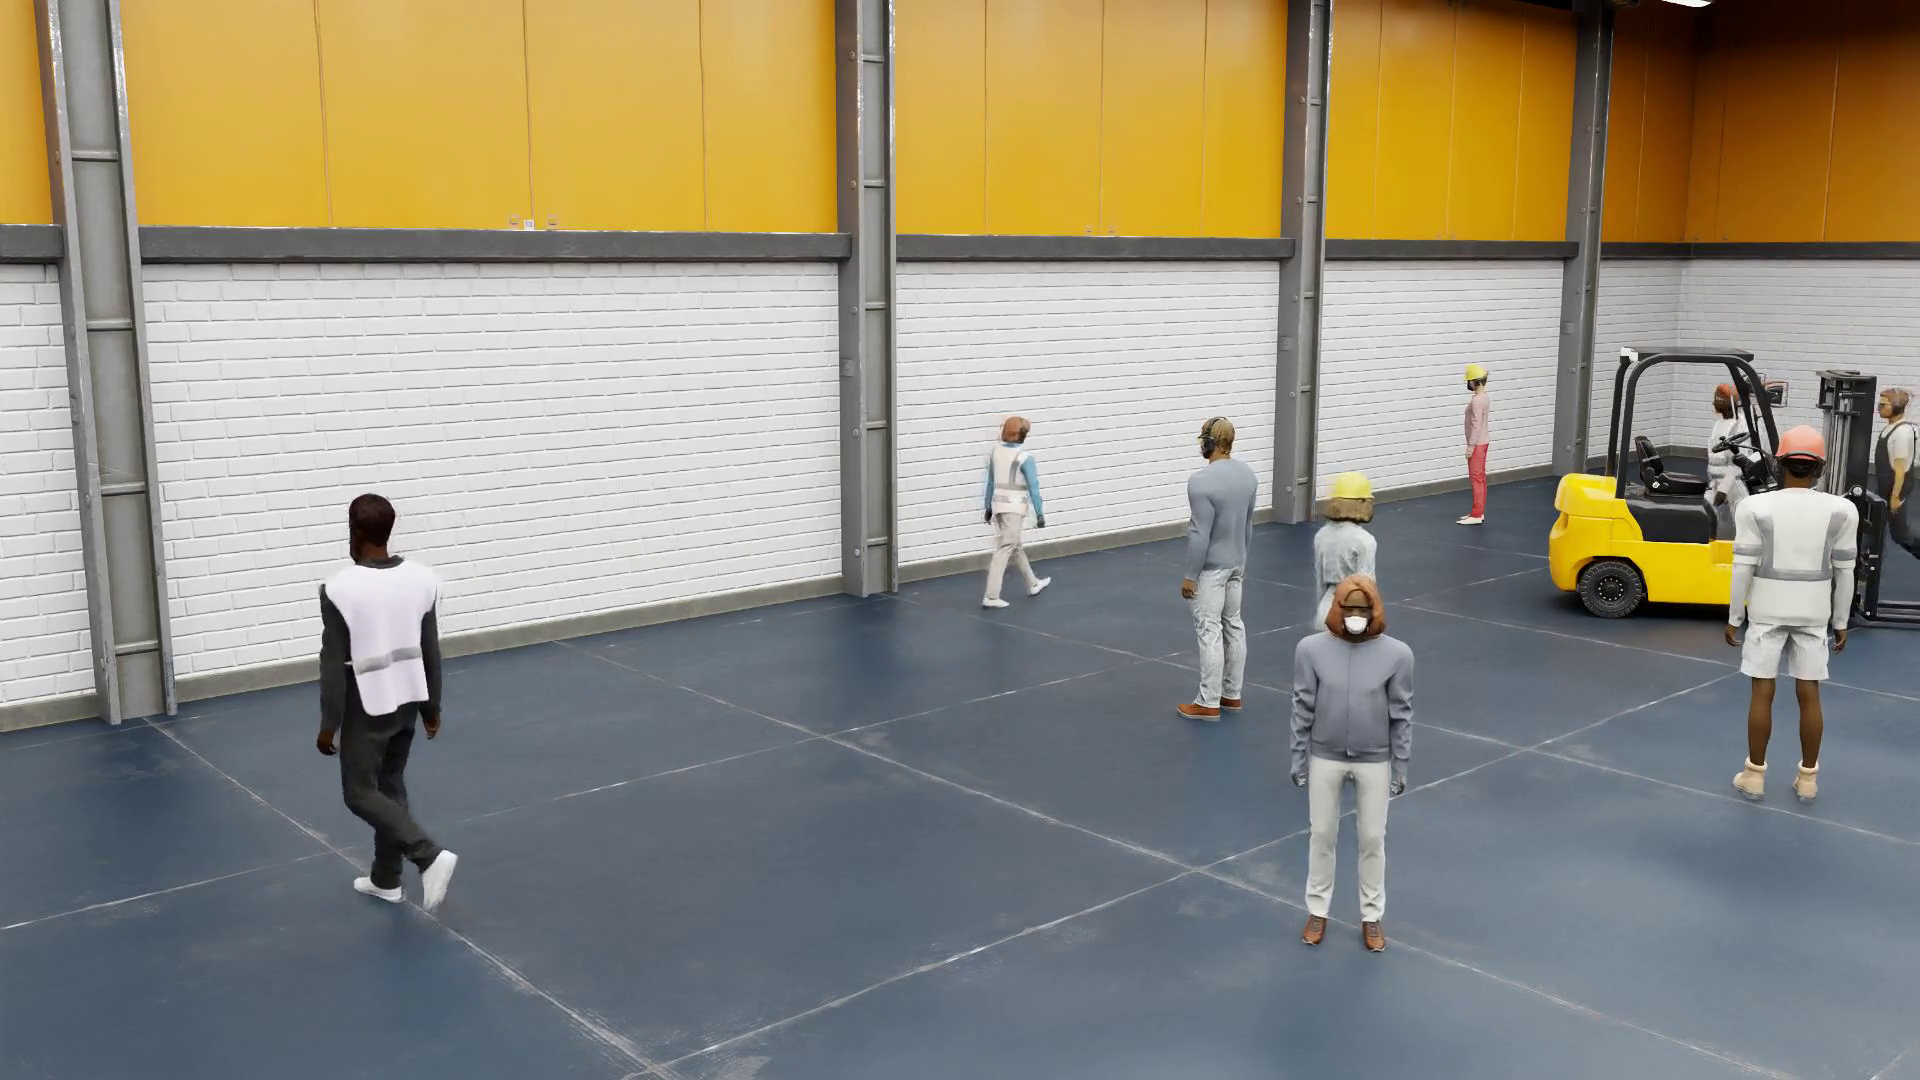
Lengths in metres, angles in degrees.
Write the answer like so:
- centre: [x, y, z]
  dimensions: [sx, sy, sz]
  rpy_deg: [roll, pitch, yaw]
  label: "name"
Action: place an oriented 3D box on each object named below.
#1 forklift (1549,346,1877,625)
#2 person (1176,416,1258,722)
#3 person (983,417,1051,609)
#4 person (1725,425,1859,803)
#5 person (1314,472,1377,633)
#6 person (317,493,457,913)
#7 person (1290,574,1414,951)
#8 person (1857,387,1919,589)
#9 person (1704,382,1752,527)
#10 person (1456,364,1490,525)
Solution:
- centre: [6.109, -0.478, 13.691]
  dimensions: [2.313, 2.155, 1.214]
  rpy_deg: [3, 10, 16]
  label: "forklift"
- centre: [1.628, 0.181, 10.578]
  dimensions: [0.361, 1.939, 0.635]
  rpy_deg: [9, 13, 42]
  label: "person"
- centre: [0.508, -0.238, 13.999]
  dimensions: [0.852, 1.590, 0.549]
  rpy_deg: [-7, 12, -37]
  label: "person"
- centre: [4.477, 0.397, 9.009]
  dimensions: [0.615, 2.041, 0.392]
  rpy_deg: [2, 10, 14]
  label: "person"
- centre: [2.205, 0.480, 9.429]
  dimensions: [0.348, 1.732, 0.525]
  rpy_deg: [-5, 11, -27]
  label: "person"
- centre: [-2.527, 0.740, 7.408]
  dimensions: [0.696, 1.903, 0.594]
  rpy_deg: [6, 11, 29]
  label: "person"
- centre: [1.655, 0.941, 7.060]
  dimensions: [0.503, 1.628, 0.283]
  rpy_deg: [3, 10, 15]
  label: "person"
- centre: [8.237, -0.426, 14.524]
  dimensions: [0.854, 1.819, 0.513]
  rpy_deg: [3, 10, 16]
  label: "person"
- centre: [6.734, -0.478, 14.744]
  dimensions: [0.985, 1.830, 0.579]
  rpy_deg: [-1, 10, -6]
  label: "person"
- centre: [5.655, -1.045, 18.279]
  dimensions: [0.318, 1.764, 0.522]
  rpy_deg: [5, 11, 26]
  label: "person"
